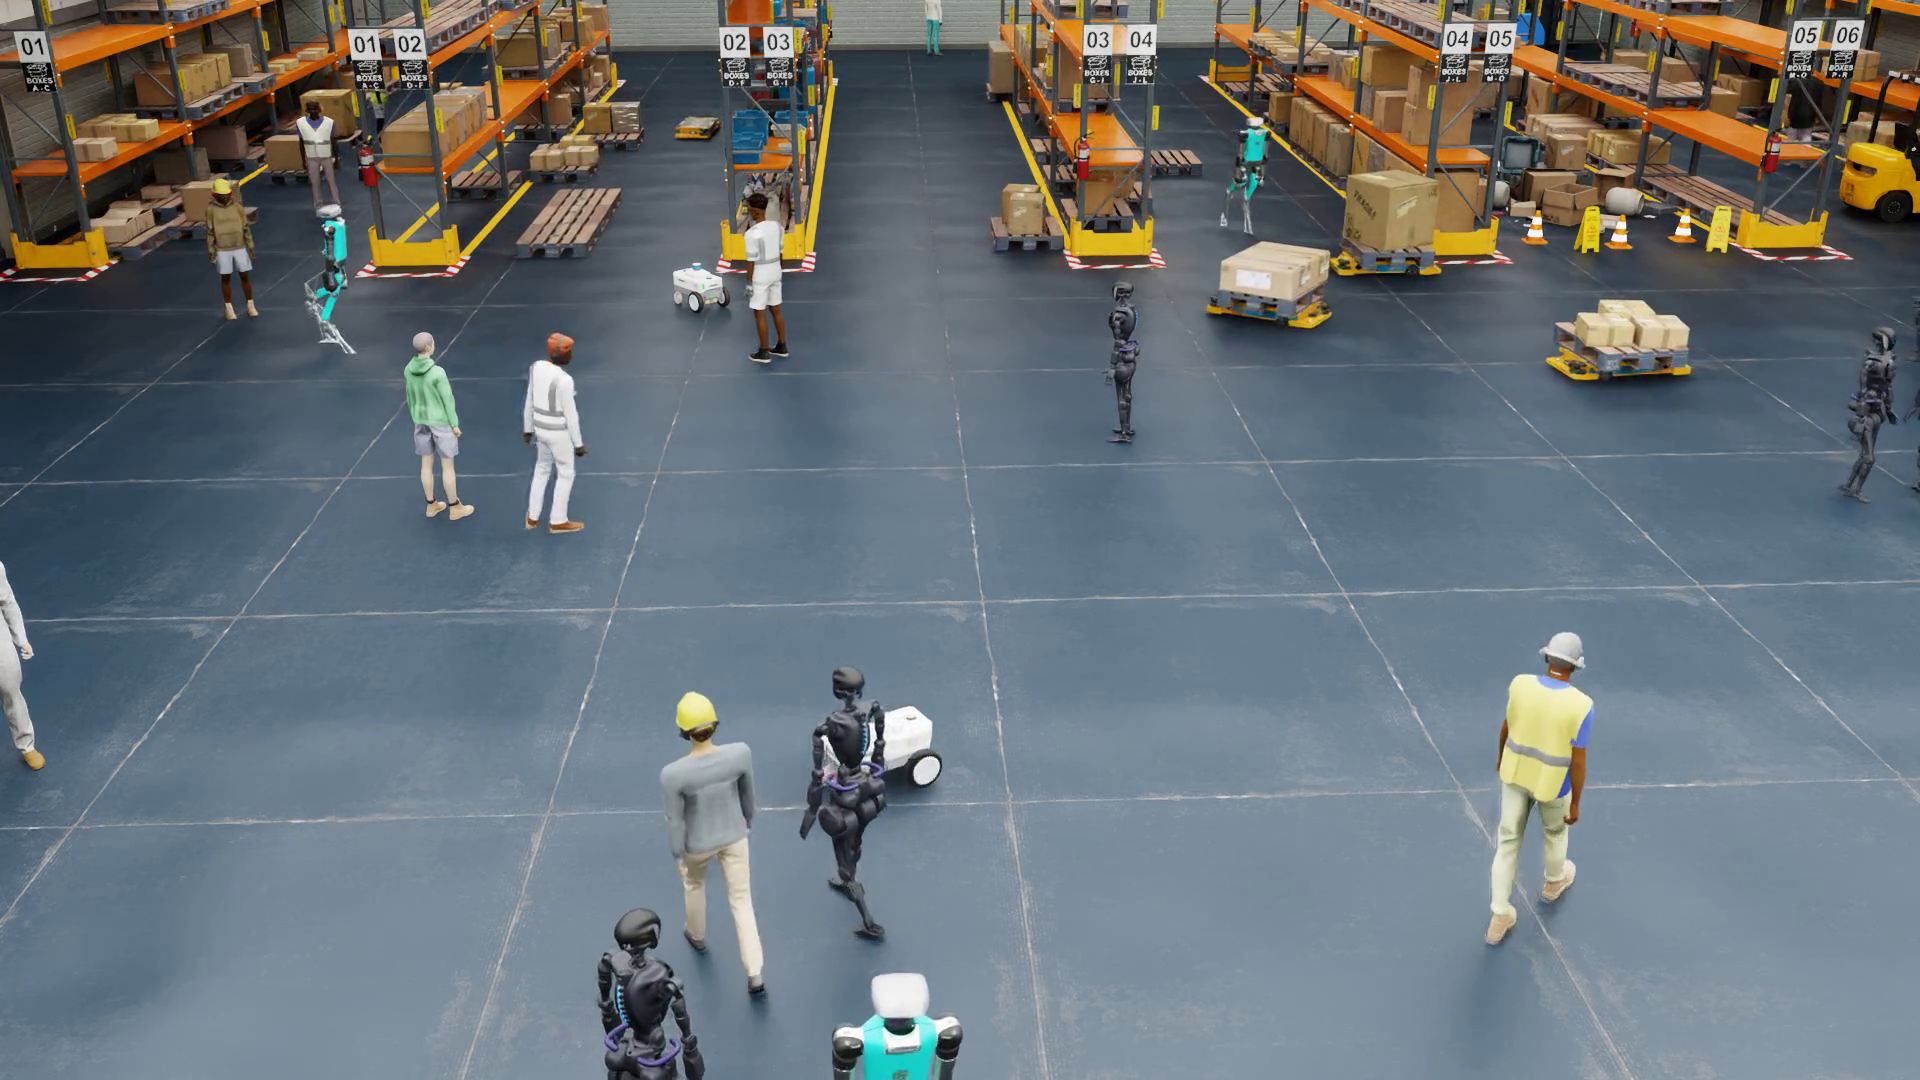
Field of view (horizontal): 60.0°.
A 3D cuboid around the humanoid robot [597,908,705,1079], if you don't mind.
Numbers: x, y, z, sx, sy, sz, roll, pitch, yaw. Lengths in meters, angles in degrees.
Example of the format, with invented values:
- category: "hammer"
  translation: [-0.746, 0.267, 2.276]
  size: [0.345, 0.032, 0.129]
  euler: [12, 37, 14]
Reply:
- category: "humanoid robot"
  translation: [-1.384, 2.352, 7.451]
  size: [0.601, 1.646, 0.356]
  euler: [15, 28, 30]

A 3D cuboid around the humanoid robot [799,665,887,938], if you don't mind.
- category: "humanoid robot"
  translation: [-0.644, 1.463, 9.497]
  size: [0.648, 1.649, 0.596]
  euler: [21, 31, 39]

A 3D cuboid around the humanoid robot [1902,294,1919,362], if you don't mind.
- category: "humanoid robot"
  translation: [11.224, -2.876, 19.201]
  size: [0.608, 1.655, 0.311]
  euler: [-22, 32, -40]

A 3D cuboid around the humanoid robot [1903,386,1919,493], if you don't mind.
- category: "humanoid robot"
  translation: [9.175, -1.239, 15.534]
  size: [0.605, 1.654, 0.349]
  euler: [2, 24, 5]

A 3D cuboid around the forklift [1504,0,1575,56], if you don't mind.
- category: "forklift"
  translation: [14.700, -13.805, 42.301]
  size: [1.873, 2.768, 1.129]
  euler: [-1, 24, -2]

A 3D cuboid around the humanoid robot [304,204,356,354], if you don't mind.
- category: "humanoid robot"
  translation: [-7.493, -3.028, 19.512]
  size: [0.802, 1.802, 0.544]
  euler: [-1, 24, -2]

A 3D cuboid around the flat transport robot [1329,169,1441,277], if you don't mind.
- category: "flat transport robot"
  translation: [5.896, -3.853, 23.129]
  size: [1.431, 0.231, 0.659]
  euler: [-1, 24, -3]

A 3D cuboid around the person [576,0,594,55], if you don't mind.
- category: "person"
  translation: [-9.368, -12.521, 40.693]
  size: [0.900, 1.827, 0.517]
  euler: [5, 25, 12]

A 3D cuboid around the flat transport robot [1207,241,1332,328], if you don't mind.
- category: "flat transport robot"
  translation: [3.923, -2.943, 21.086]
  size: [1.431, 0.231, 0.659]
  euler: [15, 28, 30]

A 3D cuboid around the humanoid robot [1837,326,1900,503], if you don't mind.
- category: "humanoid robot"
  translation: [8.472, -1.163, 15.360]
  size: [0.604, 1.653, 0.433]
  euler: [-17, 29, -33]

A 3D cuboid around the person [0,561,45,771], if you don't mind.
- category: "person"
  translation: [-6.438, 0.694, 10.915]
  size: [0.583, 1.895, 0.357]
  euler: [-17, 29, -33]

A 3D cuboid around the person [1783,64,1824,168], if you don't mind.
- category: "person"
  translation: [14.923, -7.503, 29.427]
  size: [0.581, 1.821, 0.828]
  euler: [3, 24, 8]

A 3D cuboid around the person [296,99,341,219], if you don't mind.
- category: "person"
  translation: [-9.957, -5.939, 25.894]
  size: [0.559, 1.836, 0.388]
  euler: [-6, 25, -14]

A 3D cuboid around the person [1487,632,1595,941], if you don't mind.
- category: "person"
  translation: [3.334, 1.335, 9.518]
  size: [0.551, 1.849, 0.937]
  euler: [17, 29, 34]

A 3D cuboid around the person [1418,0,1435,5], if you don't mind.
- category: "person"
  translation: [11.740, -13.075, 41.970]
  size: [0.394, 1.799, 0.591]
  euler: [-15, 28, -31]

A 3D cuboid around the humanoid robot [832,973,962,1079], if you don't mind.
- category: "humanoid robot"
  translation: [-0.359, 2.462, 7.196]
  size: [0.574, 1.820, 0.904]
  euler: [-6, 25, -13]

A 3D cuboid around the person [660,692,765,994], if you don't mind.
- category: "person"
  translation: [-1.322, 1.629, 9.010]
  size: [0.527, 1.728, 0.853]
  euler: [-10, 26, -21]

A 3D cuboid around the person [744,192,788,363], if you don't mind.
- category: "person"
  translation: [-2.262, -3.037, 19.231]
  size: [0.371, 1.955, 0.603]
  euler: [16, 29, 32]

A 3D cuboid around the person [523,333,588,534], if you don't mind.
- category: "person"
  translation: [-3.616, -0.933, 14.622]
  size: [0.720, 1.853, 0.429]
  euler: [19, 30, 36]

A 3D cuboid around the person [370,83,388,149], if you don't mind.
- category: "person"
  translation: [-10.849, -8.182, 31.099]
  size: [0.321, 1.695, 0.536]
  euler: [-6, 25, -14]

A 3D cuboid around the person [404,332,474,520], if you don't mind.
- category: "person"
  translation: [-4.728, -1.017, 14.945]
  size: [0.472, 1.743, 0.346]
  euler: [8, 25, 18]

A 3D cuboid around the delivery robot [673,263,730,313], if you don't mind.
- category: "delivery robot"
  translation: [-3.362, -3.262, 21.455]
  size: [0.499, 0.599, 0.774]
  euler: [-21, 31, -39]

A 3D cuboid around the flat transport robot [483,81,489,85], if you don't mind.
- category: "flat transport robot"
  translation: [-10.298, -10.671, 38.449]
  size: [0.659, 0.231, 1.431]
  euler: [11, 26, 24]

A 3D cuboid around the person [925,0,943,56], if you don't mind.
- category: "person"
  translation: [-0.661, -13.288, 42.489]
  size: [0.529, 1.768, 0.310]
  euler: [19, 30, 36]

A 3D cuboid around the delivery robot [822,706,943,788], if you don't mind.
- category: "delivery robot"
  translation: [-0.527, 1.385, 11.031]
  size: [0.811, 0.613, 0.499]
  euler: [-14, 28, -29]

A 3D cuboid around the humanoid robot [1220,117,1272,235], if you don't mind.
- category: "humanoid robot"
  translation: [4.234, -5.548, 25.152]
  size: [0.530, 1.772, 0.946]
  euler: [-9, 26, -20]

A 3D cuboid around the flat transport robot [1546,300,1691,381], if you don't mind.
- category: "flat transport robot"
  translation: [7.547, -2.049, 19.075]
  size: [1.431, 0.231, 0.659]
  euler: [-4, 24, -9]

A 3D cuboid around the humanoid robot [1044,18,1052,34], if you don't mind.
- category: "humanoid robot"
  translation: [2.393, -12.896, 41.677]
  size: [0.900, 1.783, 0.564]
  euler: [5, 24, 10]

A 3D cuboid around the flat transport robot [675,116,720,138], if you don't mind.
- category: "flat transport robot"
  translation: [-5.150, -8.090, 32.651]
  size: [0.659, 0.231, 1.431]
  euler: [1, 24, 1]

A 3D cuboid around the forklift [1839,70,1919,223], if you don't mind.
- category: "forklift"
  translation: [15.132, -6.143, 25.915]
  size: [2.313, 2.155, 1.214]
  euler: [-1, 24, -2]

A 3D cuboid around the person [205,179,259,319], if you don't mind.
- category: "person"
  translation: [-9.153, -3.663, 20.877]
  size: [0.544, 1.756, 0.413]
  euler: [-14, 28, -29]

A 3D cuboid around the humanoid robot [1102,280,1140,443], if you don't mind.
- category: "humanoid robot"
  translation: [1.633, -1.810, 16.790]
  size: [0.315, 1.657, 0.599]
  euler: [8, 25, 17]
